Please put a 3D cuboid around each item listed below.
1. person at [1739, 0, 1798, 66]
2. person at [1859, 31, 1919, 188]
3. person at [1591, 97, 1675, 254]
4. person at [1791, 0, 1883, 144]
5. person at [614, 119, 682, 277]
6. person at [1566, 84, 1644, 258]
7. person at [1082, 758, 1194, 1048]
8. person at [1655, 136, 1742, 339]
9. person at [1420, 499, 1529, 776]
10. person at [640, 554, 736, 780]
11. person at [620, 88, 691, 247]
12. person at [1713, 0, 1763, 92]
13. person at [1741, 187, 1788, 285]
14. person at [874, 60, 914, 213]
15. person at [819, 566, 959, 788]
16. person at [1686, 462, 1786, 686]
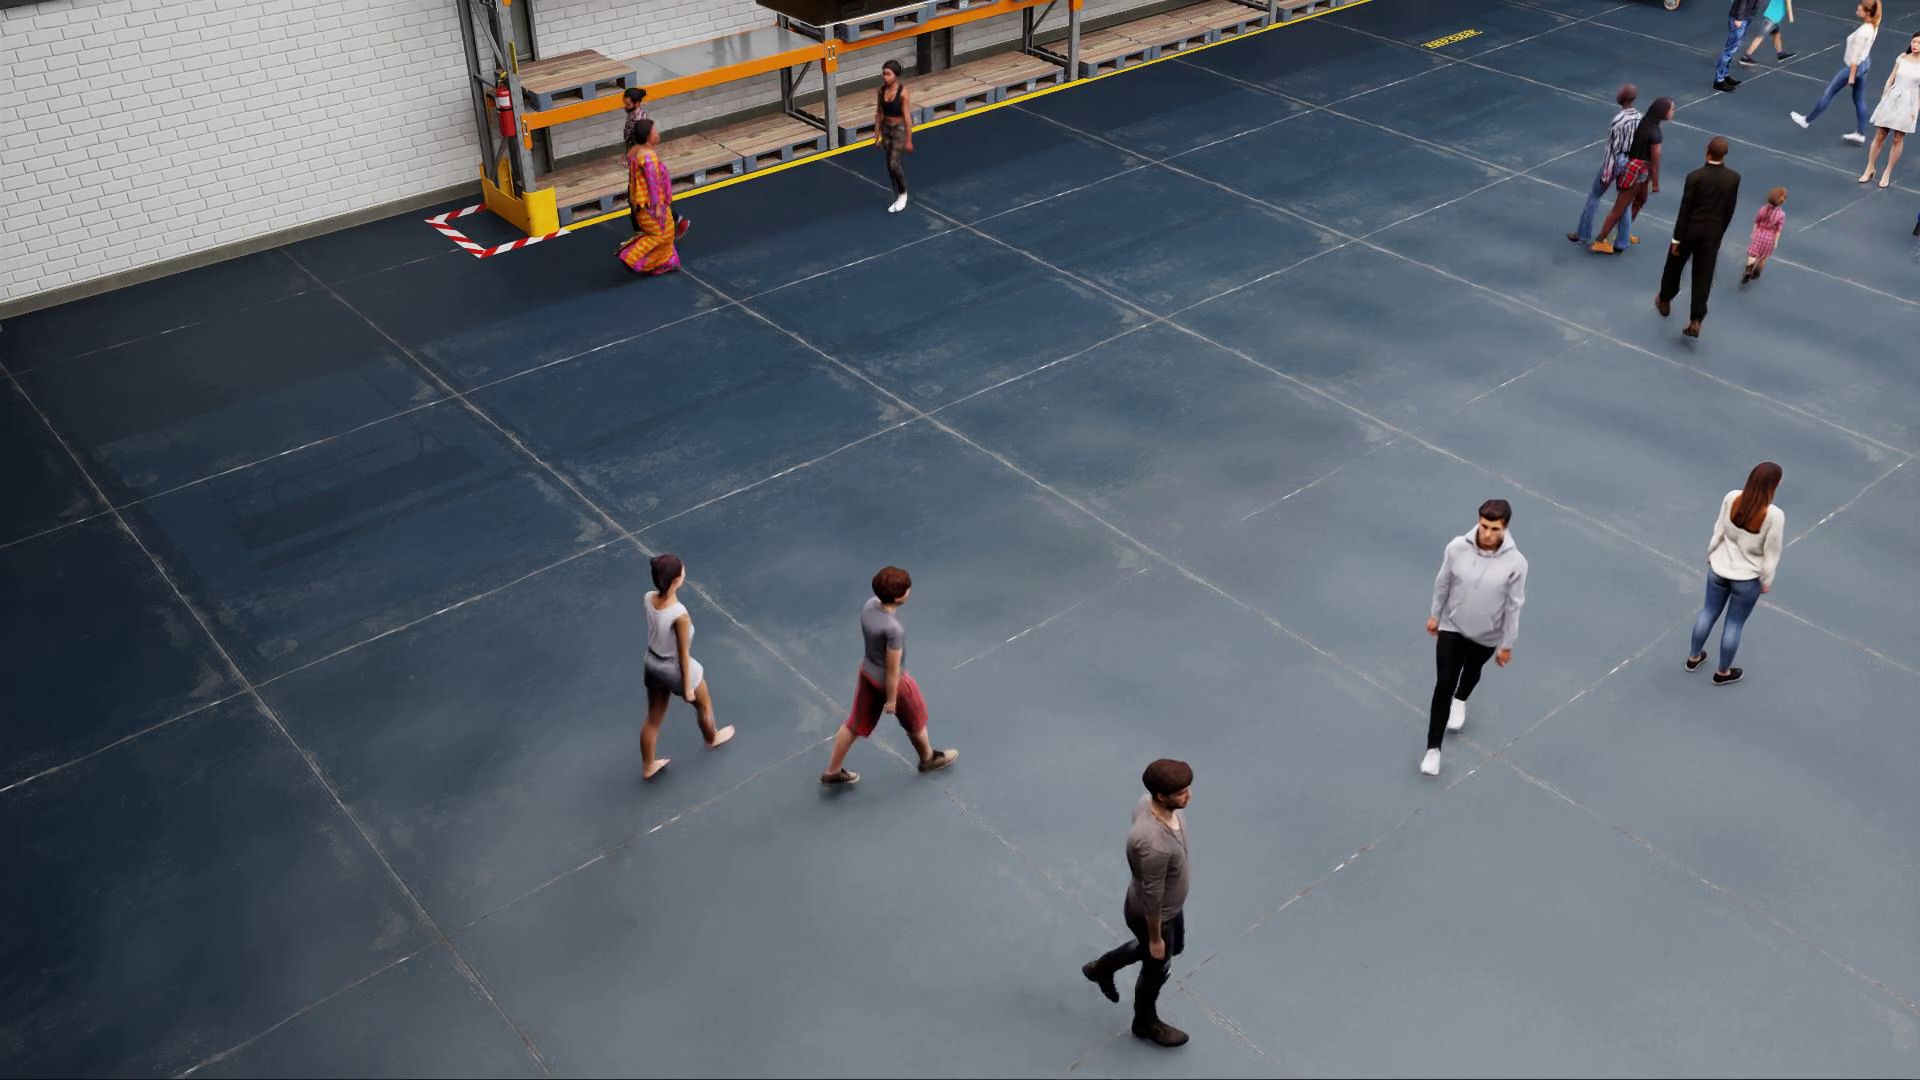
[{"bbox_3d":[10.912,-7.083,22.441,0.980,1.405,0.953,4,34,6],"label":"person"},{"bbox_3d":[10.603,-4.867,18.773,0.667,1.774,0.658,28,42,35],"label":"person"},{"bbox_3d":[6.861,-3.719,17.120,0.911,1.693,0.853,3,34,4],"label":"person"},{"bbox_3d":[10.818,-5.579,19.933,1.068,1.676,0.734,-27,42,-34],"label":"person"},{"bbox_3d":[-3.164,-3.394,16.666,0.992,1.653,0.786,-16,37,-23],"label":"person"},{"bbox_3d":[6.819,-3.767,17.125,0.872,1.767,0.796,-16,37,-23],"label":"person"},{"bbox_3d":[0.925,1.864,8.544,0.986,1.888,0.955,10,35,14],"label":"person"},{"bbox_3d":[6.948,-2.793,15.566,1.187,1.869,1.325,6,34,9],"label":"person"},{"bbox_3d":[3.273,0.517,10.587,1.081,1.869,1.308,12,36,18],"label":"person"},{"bbox_3d":[-1.853,0.836,10.340,0.738,1.612,0.978,22,40,30],"label":"person"},{"bbox_3d":[-3.220,-3.861,17.293,1.099,1.737,0.949,-8,34,-12],"label":"person"},{"bbox_3d":[10.167,-6.834,21.626,0.784,1.893,0.600,22,39,29],"label":"person"},{"bbox_3d":[8.080,-3.052,16.733,0.510,1.010,0.714,24,40,31],"label":"person"},{"bbox_3d":[-0.662,-4.435,18.198,0.668,1.692,0.674,22,39,29],"label":"person"},{"bbox_3d":[-0.550,0.892,10.258,1.181,1.608,0.721,-18,38,-25],"label":"person"},{"bbox_3d":[5.237,0.218,11.199,0.571,1.691,0.632,-21,39,-28],"label":"person"}]
